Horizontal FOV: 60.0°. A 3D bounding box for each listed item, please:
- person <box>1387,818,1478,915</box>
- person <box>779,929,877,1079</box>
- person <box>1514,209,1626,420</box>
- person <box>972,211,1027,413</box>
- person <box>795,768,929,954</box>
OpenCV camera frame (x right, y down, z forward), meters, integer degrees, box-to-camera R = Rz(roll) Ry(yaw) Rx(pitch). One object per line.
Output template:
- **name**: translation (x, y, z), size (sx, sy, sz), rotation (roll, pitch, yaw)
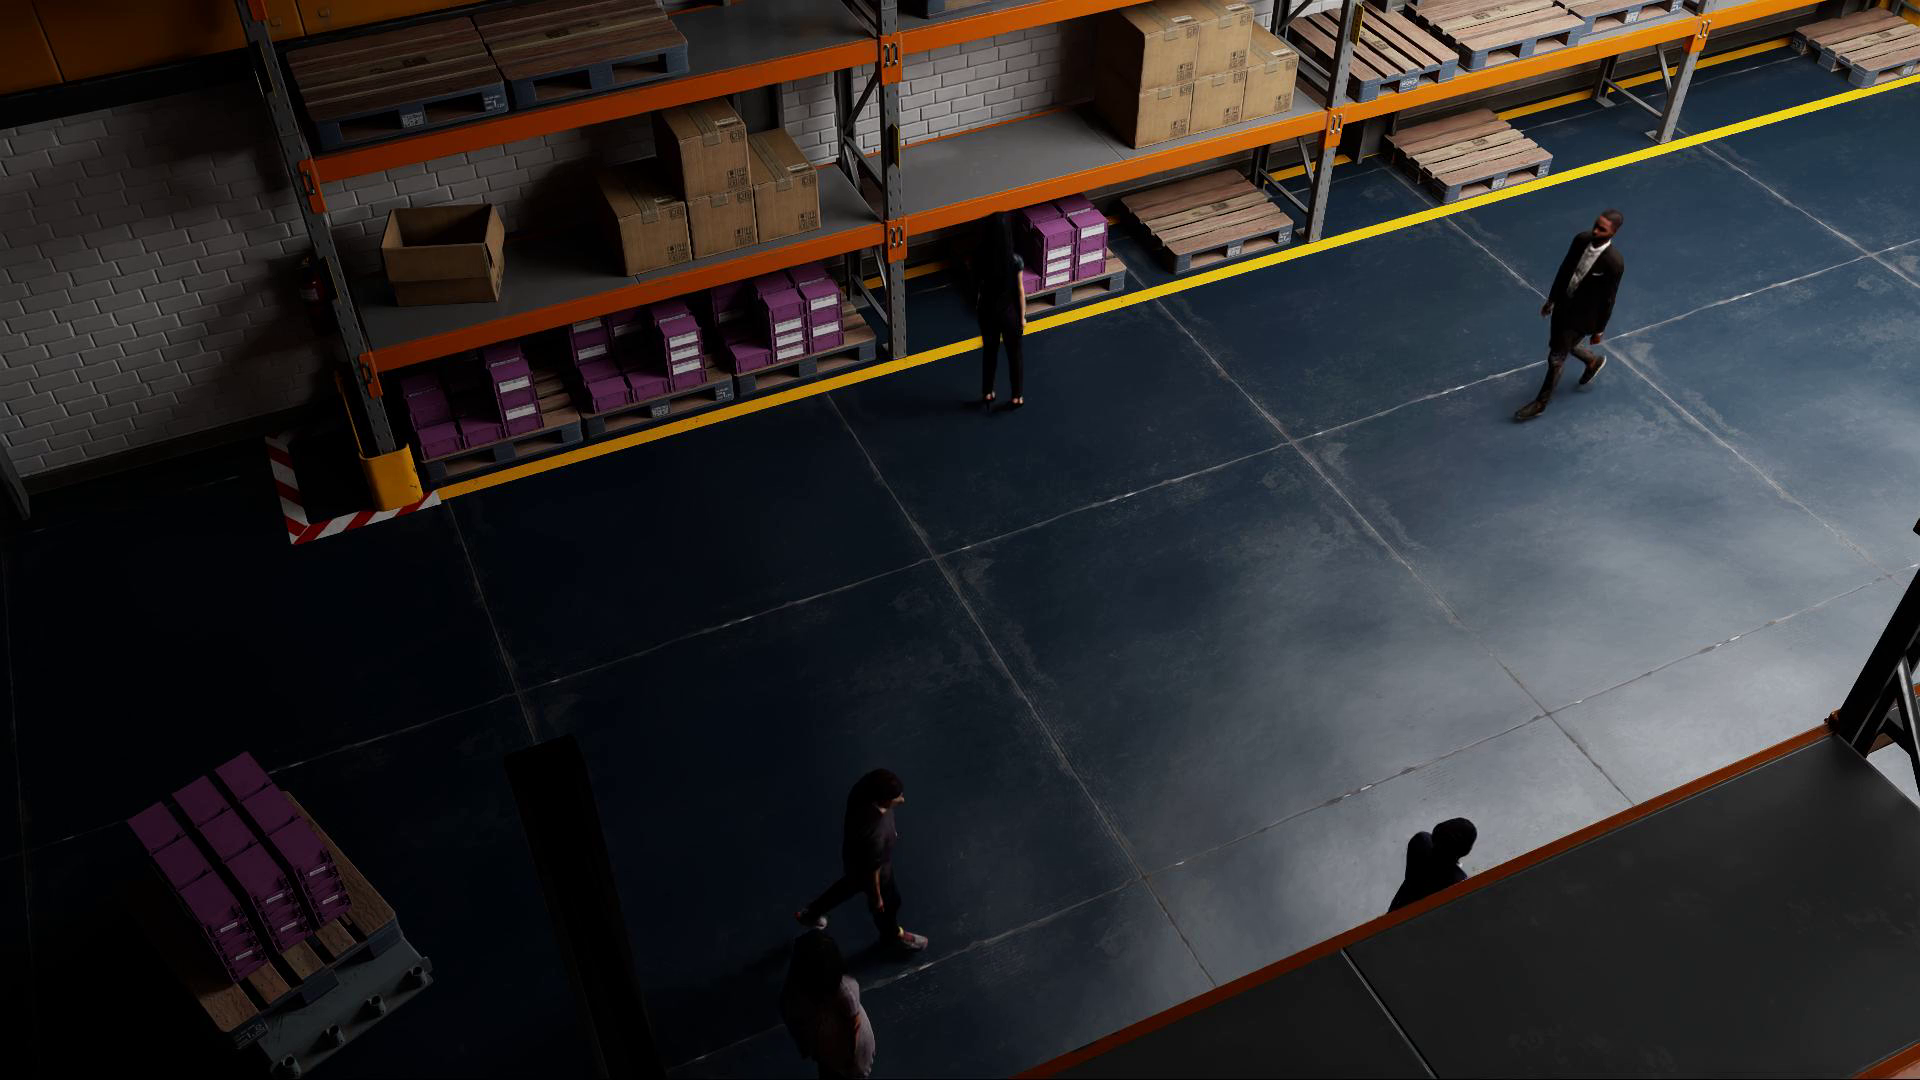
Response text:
- **person**: translation (2.303, 2.016, 8.588), size (0.722, 1.709, 0.628), rotation (-18, 47, -18)
- **person**: translation (-0.632, 2.408, 8.252), size (0.760, 1.605, 0.722), rotation (-34, 53, -30)
- **person**: translation (4.678, -1.715, 12.457), size (1.096, 1.774, 0.716), rotation (-15, 46, -15)
- **person**: translation (0.270, -1.670, 12.444), size (0.668, 1.727, 0.726), rotation (15, 46, 15)
- **person**: translation (-0.550, 1.722, 8.883), size (1.092, 1.728, 0.921), rotation (-5, 44, -5)
